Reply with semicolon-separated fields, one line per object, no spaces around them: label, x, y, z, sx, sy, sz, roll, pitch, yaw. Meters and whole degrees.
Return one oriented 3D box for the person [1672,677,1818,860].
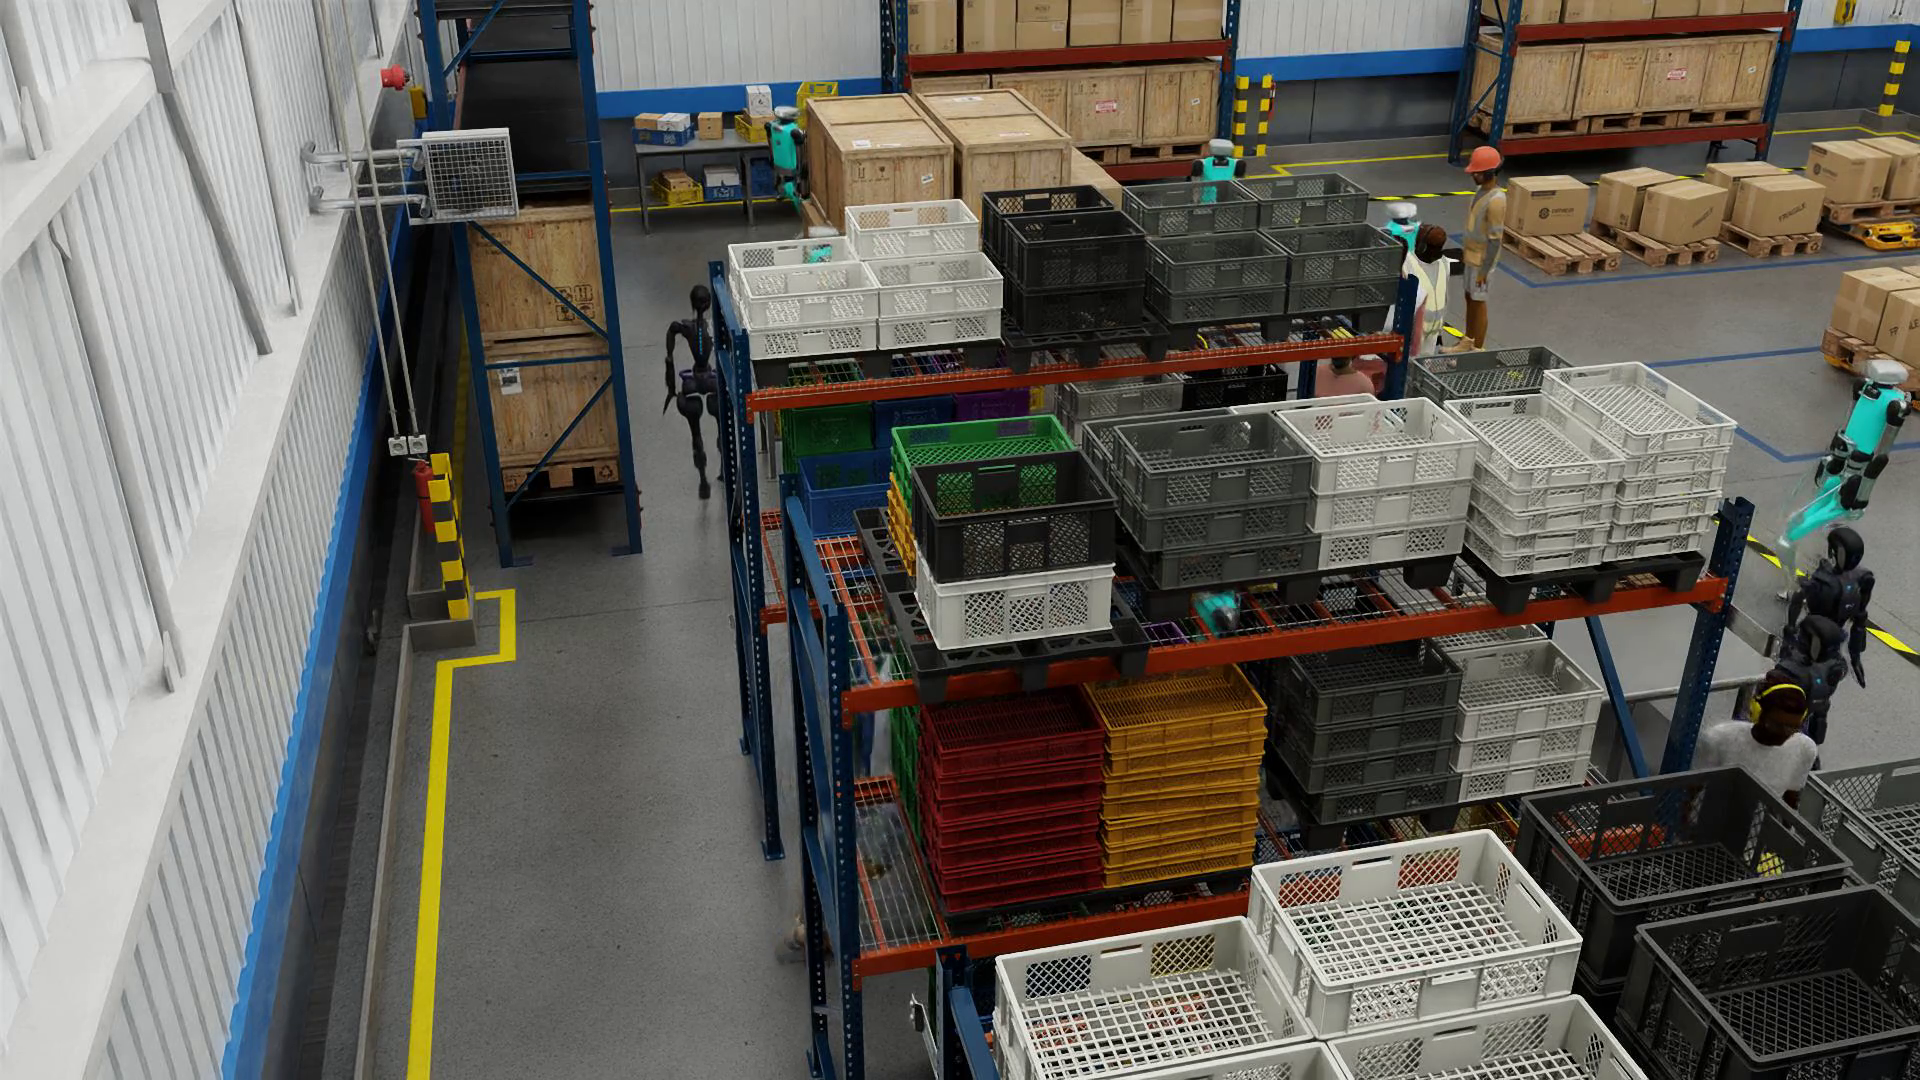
person;3.596;1.366;7.786;0.524;1.840;0.535;7;29;13

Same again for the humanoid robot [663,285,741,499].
humanoid robot;-1.970;-1.136;12.703;0.612;1.642;0.422;-4;28;-7

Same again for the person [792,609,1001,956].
person;-0.333;1.180;7.970;1.040;1.991;0.621;-4;28;-7

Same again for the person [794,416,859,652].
person;-0.826;-0.035;10.437;0.499;1.839;0.341;-20;34;-33

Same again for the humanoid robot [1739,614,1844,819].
humanoid robot;4.110;1.059;8.532;0.609;1.647;0.465;-10;29;-18

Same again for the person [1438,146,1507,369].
person;4.636;-2.525;14.951;0.406;2.030;0.607;1;28;3

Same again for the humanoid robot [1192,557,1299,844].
humanoid robot;1.608;0.920;8.806;0.872;1.852;0.559;-1;28;-2

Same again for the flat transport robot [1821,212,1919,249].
flat transport robot;10.240;-3.630;18.904;0.652;0.197;1.431;-6;28;-12

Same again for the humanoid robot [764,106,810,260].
humanoid robot;-1.663;-3.751;17.607;0.548;1.738;1.030;22;35;36

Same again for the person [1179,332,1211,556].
person;1.550;-0.523;11.339;0.330;1.862;0.497;-23;35;-36

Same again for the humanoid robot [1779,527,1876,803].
humanoid robot;4.775;0.643;9.369;0.592;1.652;0.739;-9;29;-16

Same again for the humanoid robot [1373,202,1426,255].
humanoid robot;3.593;-2.086;14.469;0.538;1.835;0.660;-15;31;-26

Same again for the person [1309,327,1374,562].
person;2.612;-0.669;11.705;0.529;1.772;0.300;21;34;34

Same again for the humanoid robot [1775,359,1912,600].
humanoid robot;5.758;-0.305;11.161;0.766;1.872;0.542;-1;28;-2

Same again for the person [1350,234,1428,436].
person;3.279;-1.430;13.017;0.636;1.888;0.534;2;28;5

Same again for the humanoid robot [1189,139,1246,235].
humanoid robot;2.492;-2.875;15.969;0.542;1.815;0.771;-3;28;-7

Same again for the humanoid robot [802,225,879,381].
humanoid robot;-0.957;-1.776;13.848;1.018;1.734;0.553;-10;30;-19

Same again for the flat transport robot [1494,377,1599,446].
flat transport robot;4.780;-1.036;14.013;0.659;0.231;1.431;-6;28;-12

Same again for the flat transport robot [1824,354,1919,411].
flat transport robot;8.473;-1.467;14.800;0.652;0.197;1.431;-6;28;-12

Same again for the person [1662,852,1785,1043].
person;3.172;1.971;6.759;0.787;1.715;0.492;-11;30;-20

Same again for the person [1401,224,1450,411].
person;3.714;-1.685;13.571;0.629;1.835;0.429;-15;31;-26
